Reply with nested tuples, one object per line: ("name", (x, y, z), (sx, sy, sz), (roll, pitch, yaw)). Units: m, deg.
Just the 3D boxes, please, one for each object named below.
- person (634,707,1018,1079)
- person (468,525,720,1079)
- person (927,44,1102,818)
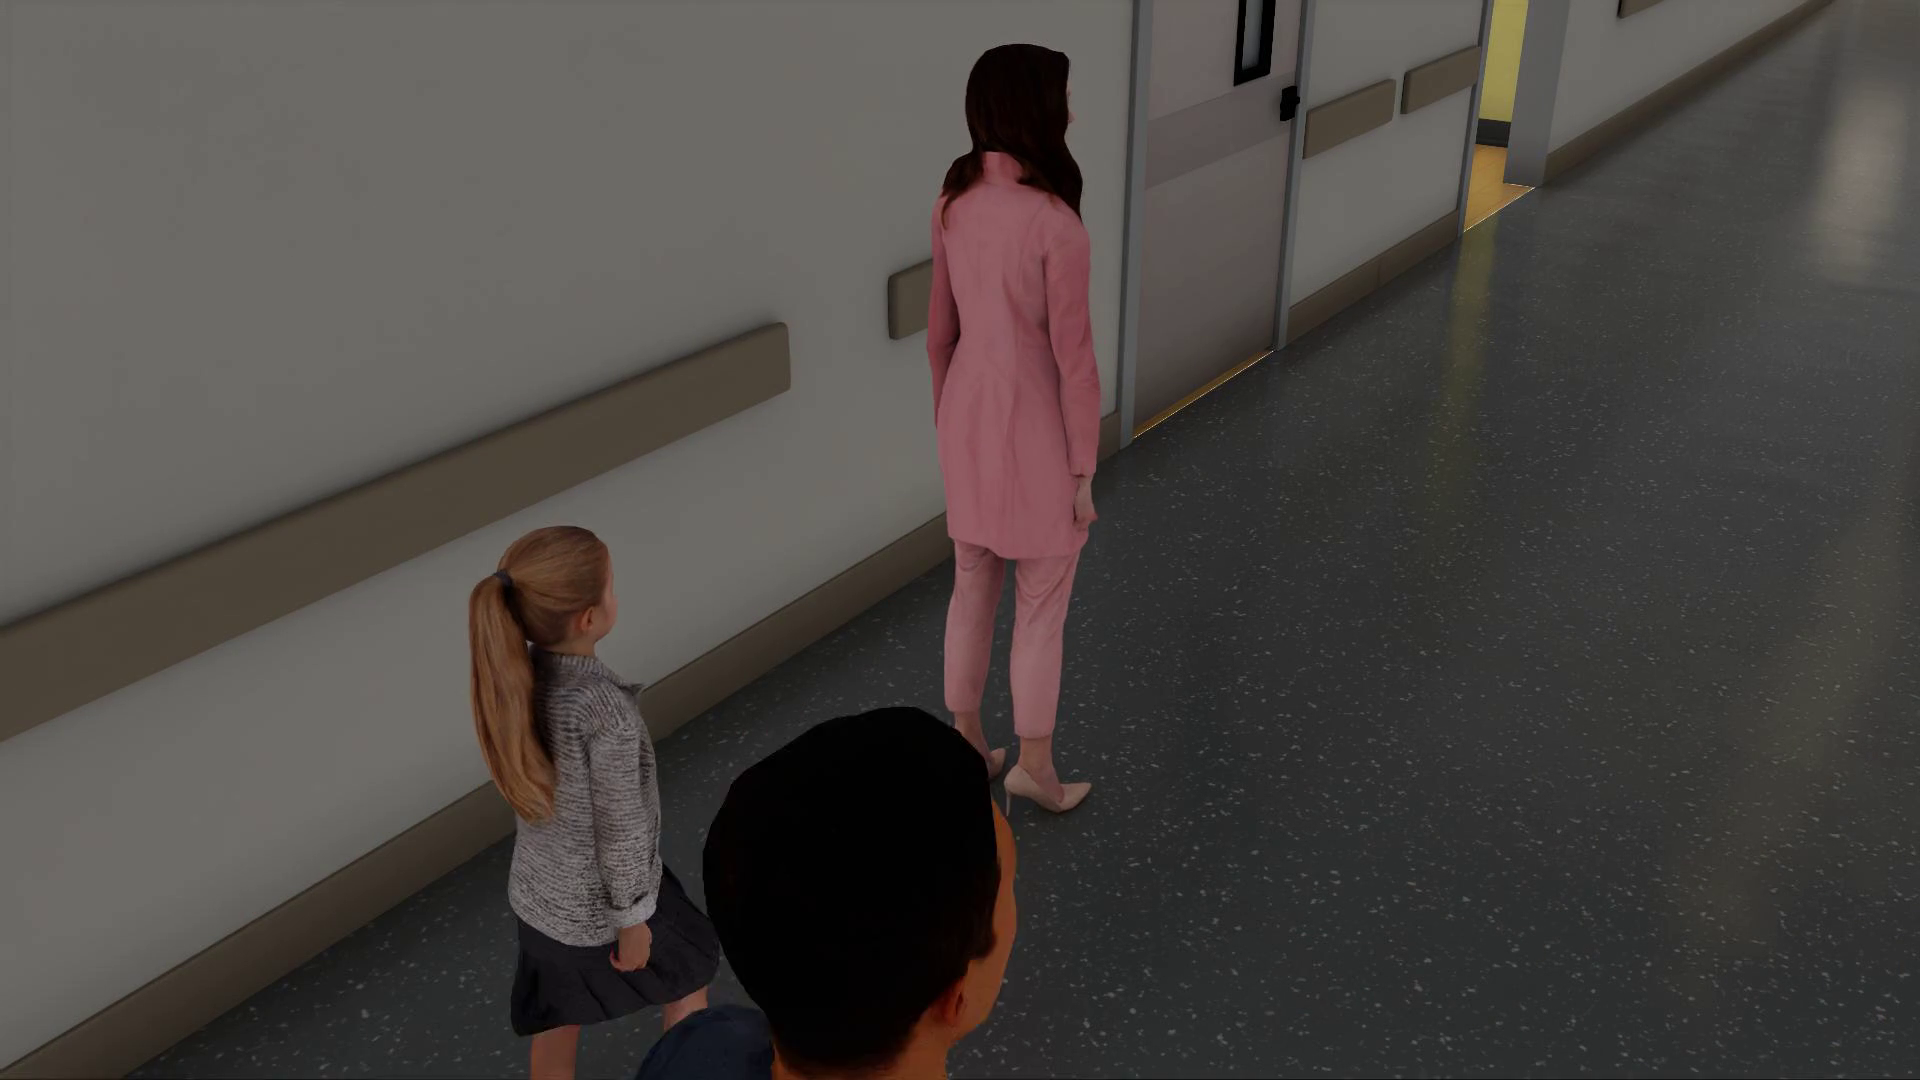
("person", (-0.127, 0.989, 1.353), (0.925, 1.763, 1.181), (-21, 33, -37))
("person", (-0.659, 0.590, 2.753), (0.662, 1.260, 0.635), (21, 33, 37))
("person", (0.110, -0.186, 3.747), (0.495, 1.800, 0.691), (22, 33, 37))
